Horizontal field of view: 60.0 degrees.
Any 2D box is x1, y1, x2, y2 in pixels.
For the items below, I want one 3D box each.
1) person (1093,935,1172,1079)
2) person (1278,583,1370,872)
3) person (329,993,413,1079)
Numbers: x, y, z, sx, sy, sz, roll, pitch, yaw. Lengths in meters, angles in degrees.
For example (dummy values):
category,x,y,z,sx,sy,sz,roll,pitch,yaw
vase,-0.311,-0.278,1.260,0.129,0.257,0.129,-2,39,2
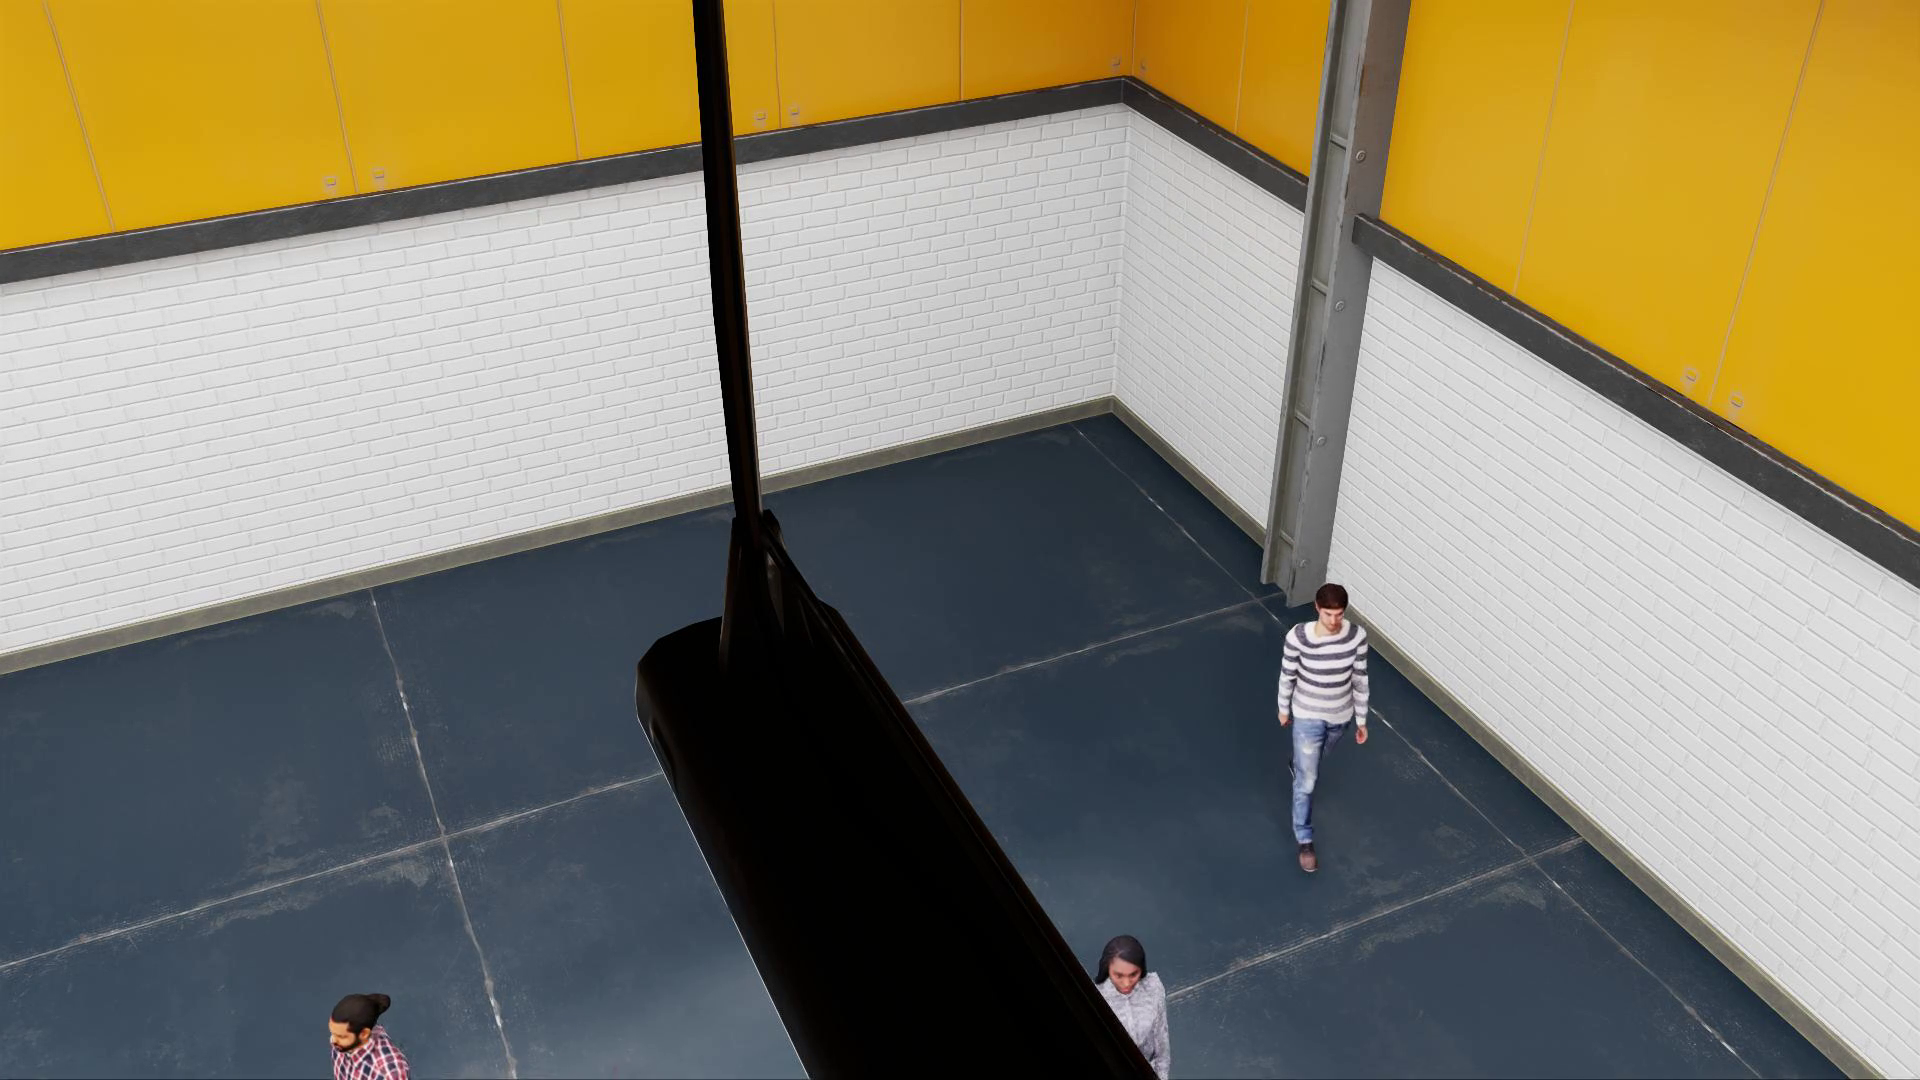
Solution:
category,x,y,z,sx,sy,sz,roll,pitch,yaw
person,0.756,2.466,7.892,0.744,1.693,1.187,-8,34,-11
person,2.159,0.979,10.025,0.925,1.809,1.268,-3,34,-4
person,-2.530,2.650,7.572,1.015,1.741,1.011,24,40,31
